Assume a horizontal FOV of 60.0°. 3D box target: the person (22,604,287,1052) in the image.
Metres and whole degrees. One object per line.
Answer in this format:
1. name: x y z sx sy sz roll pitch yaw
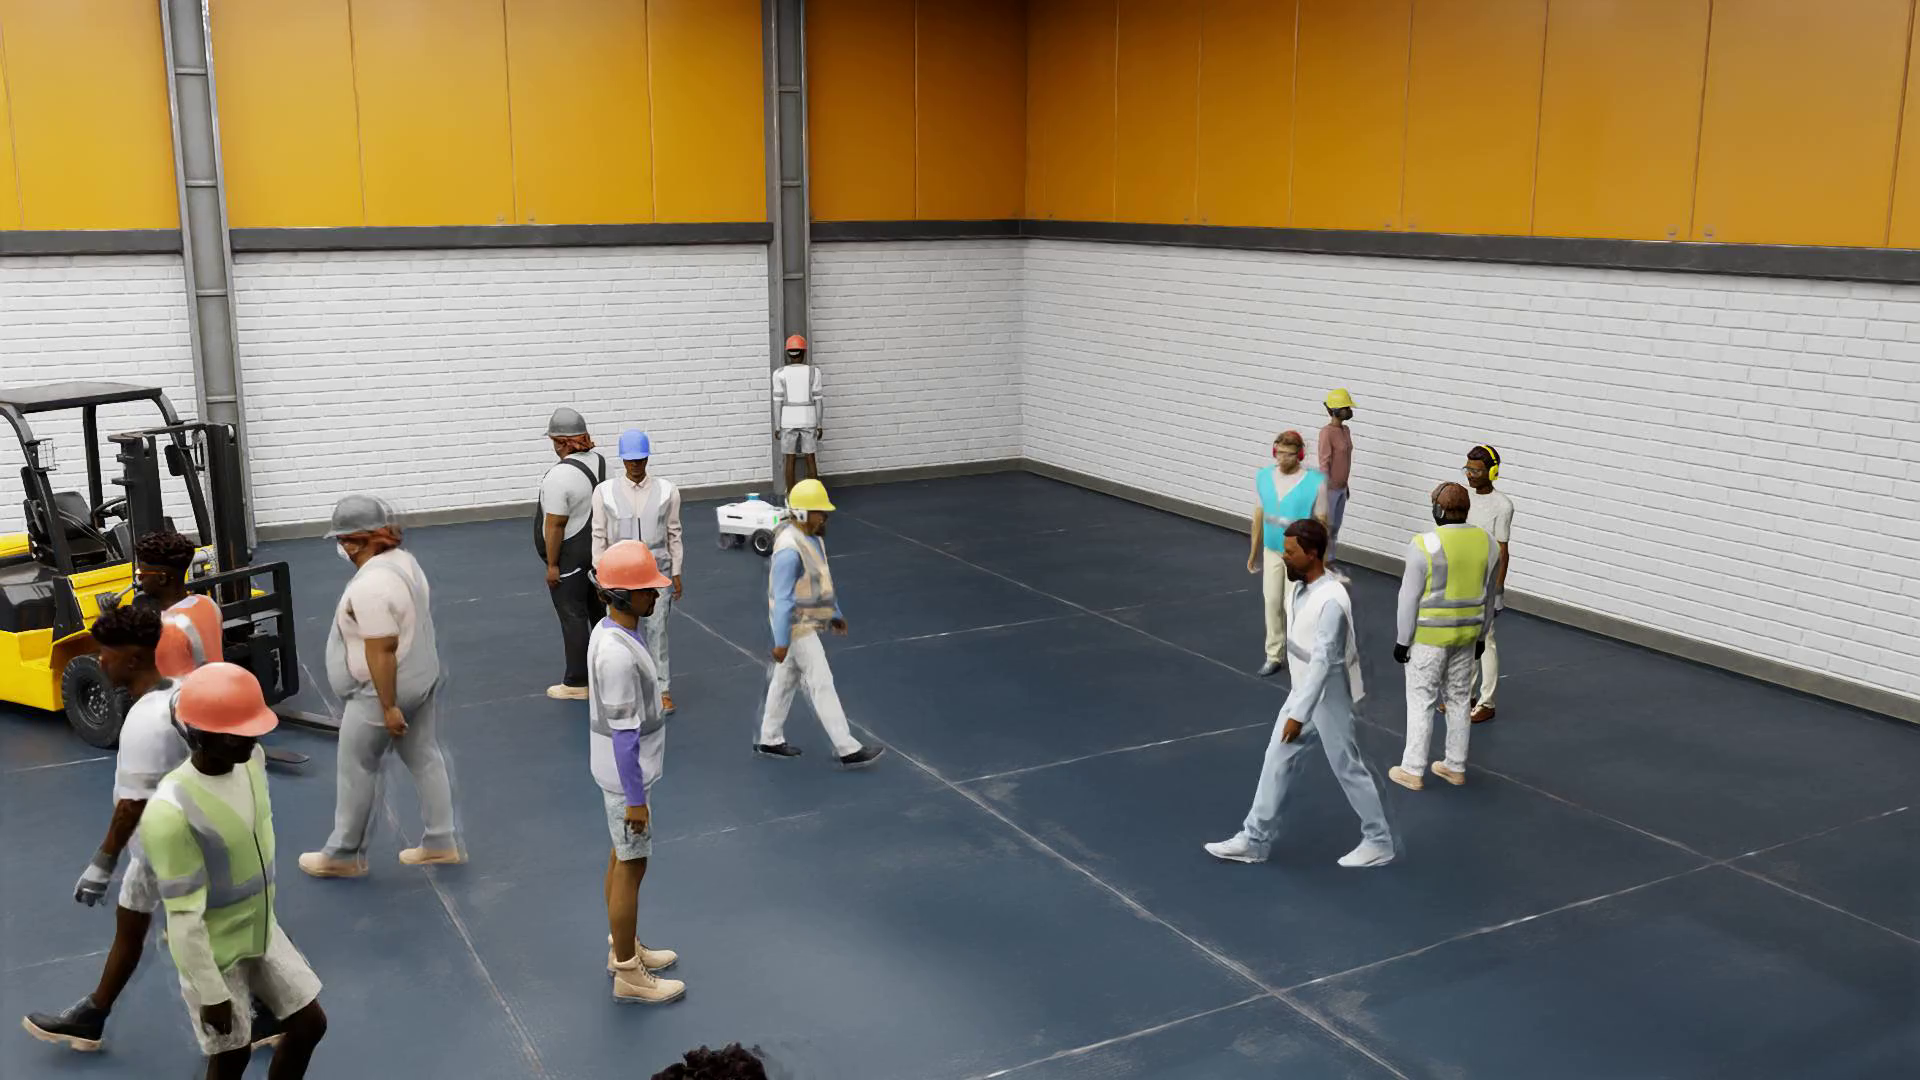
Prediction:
1. person: -3.260 1.193 6.684 1.056 1.897 0.624 -4 13 -19

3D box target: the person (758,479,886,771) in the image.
1. person: -0.860 0.513 10.151 0.898 1.789 0.614 1 12 5

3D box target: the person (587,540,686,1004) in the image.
1. person: -1.418 1.003 7.256 0.374 2.043 0.612 -3 12 -14

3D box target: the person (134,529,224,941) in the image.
1. person: -3.638 0.914 7.850 0.369 1.967 0.601 -2 12 -8

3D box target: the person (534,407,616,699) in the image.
1. person: -2.706 0.073 11.618 0.535 2.000 0.681 5 13 23

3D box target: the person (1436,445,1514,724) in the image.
1. person: 3.432 0.289 11.046 0.333 1.860 0.510 -4 13 -18

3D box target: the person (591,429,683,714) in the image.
1. person: -2.153 0.222 11.139 0.601 1.948 0.386 -4 13 -17

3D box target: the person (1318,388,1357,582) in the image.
1. person: 3.331 -0.461 14.763 0.305 1.771 0.533 8 15 34

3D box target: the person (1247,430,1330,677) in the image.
1. person: 2.399 0.089 12.068 0.610 1.819 0.498 11 16 41

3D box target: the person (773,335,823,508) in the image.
1. person: -1.770 -1.278 18.216 0.542 1.928 0.374 -2 12 -7

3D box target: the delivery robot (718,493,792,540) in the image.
1. delivery robot: -2.007 -0.212 16.239 0.707 0.478 0.477 6 13 25

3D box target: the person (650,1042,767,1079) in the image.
1. person: -0.306 1.914 3.281 0.762 1.937 0.383 5 13 21

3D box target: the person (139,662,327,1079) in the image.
1. person: -2.424 1.366 5.619 0.582 2.011 0.641 2 12 8

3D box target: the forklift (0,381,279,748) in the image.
1. forklift: -5.853 0.085 11.199 2.313 2.155 1.214 7 14 28

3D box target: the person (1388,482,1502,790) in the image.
1. person: 2.851 0.566 9.815 0.634 1.831 0.429 -4 13 -20

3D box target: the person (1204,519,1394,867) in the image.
1. person: 1.835 0.811 8.592 0.999 1.865 0.599 -2 12 -11

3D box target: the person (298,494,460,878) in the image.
1. person: -3.052 0.724 8.569 0.887 2.000 0.694 1 12 4
